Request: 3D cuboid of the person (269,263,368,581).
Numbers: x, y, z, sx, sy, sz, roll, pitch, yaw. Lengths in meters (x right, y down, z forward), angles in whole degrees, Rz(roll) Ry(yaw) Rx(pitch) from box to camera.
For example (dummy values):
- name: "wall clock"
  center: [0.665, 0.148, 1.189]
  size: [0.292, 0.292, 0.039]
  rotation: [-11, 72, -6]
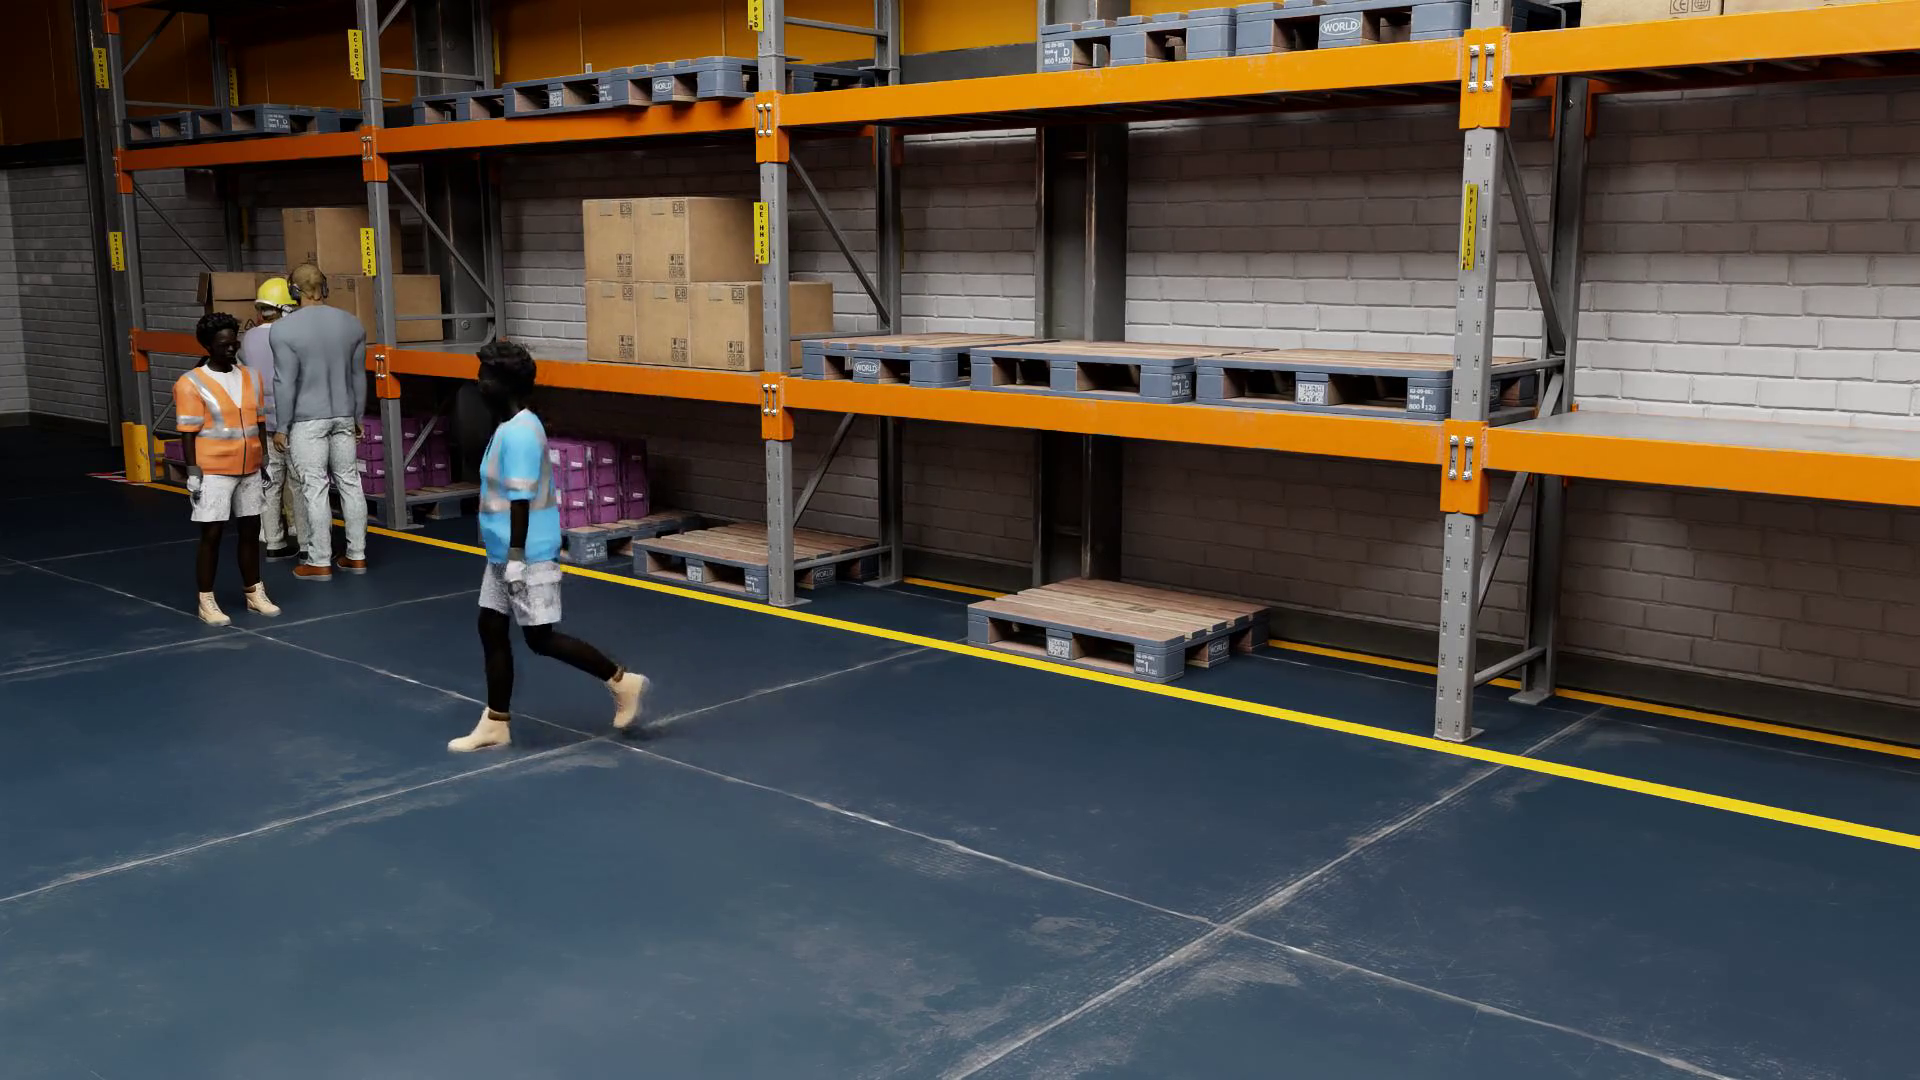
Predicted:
- name: "person"
  center: [-3.906, -0.715, 10.162]
  size: [0.371, 1.934, 0.627]
  rotation: [7, 12, 36]

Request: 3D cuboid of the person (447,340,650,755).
- name: "person"
  center: [-1.676, 0.032, 6.660]
  size: [0.737, 1.666, 0.530]
  rotation: [-4, 11, -23]

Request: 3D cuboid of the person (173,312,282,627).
- name: "person"
  center: [-3.949, -0.379, 8.957]
  size: [0.320, 1.687, 0.533]
  rotation: [5, 11, 28]

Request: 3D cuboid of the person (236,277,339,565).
- name: "person"
  center: [-4.310, -0.755, 10.663]
  size: [0.590, 1.836, 0.404]
  rotation: [4, 11, 19]

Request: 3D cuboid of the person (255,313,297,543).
- name: "person"
  center: [-4.718, -0.795, 11.494]
  size: [0.277, 1.629, 0.497]
  rotation: [7, 12, 35]
